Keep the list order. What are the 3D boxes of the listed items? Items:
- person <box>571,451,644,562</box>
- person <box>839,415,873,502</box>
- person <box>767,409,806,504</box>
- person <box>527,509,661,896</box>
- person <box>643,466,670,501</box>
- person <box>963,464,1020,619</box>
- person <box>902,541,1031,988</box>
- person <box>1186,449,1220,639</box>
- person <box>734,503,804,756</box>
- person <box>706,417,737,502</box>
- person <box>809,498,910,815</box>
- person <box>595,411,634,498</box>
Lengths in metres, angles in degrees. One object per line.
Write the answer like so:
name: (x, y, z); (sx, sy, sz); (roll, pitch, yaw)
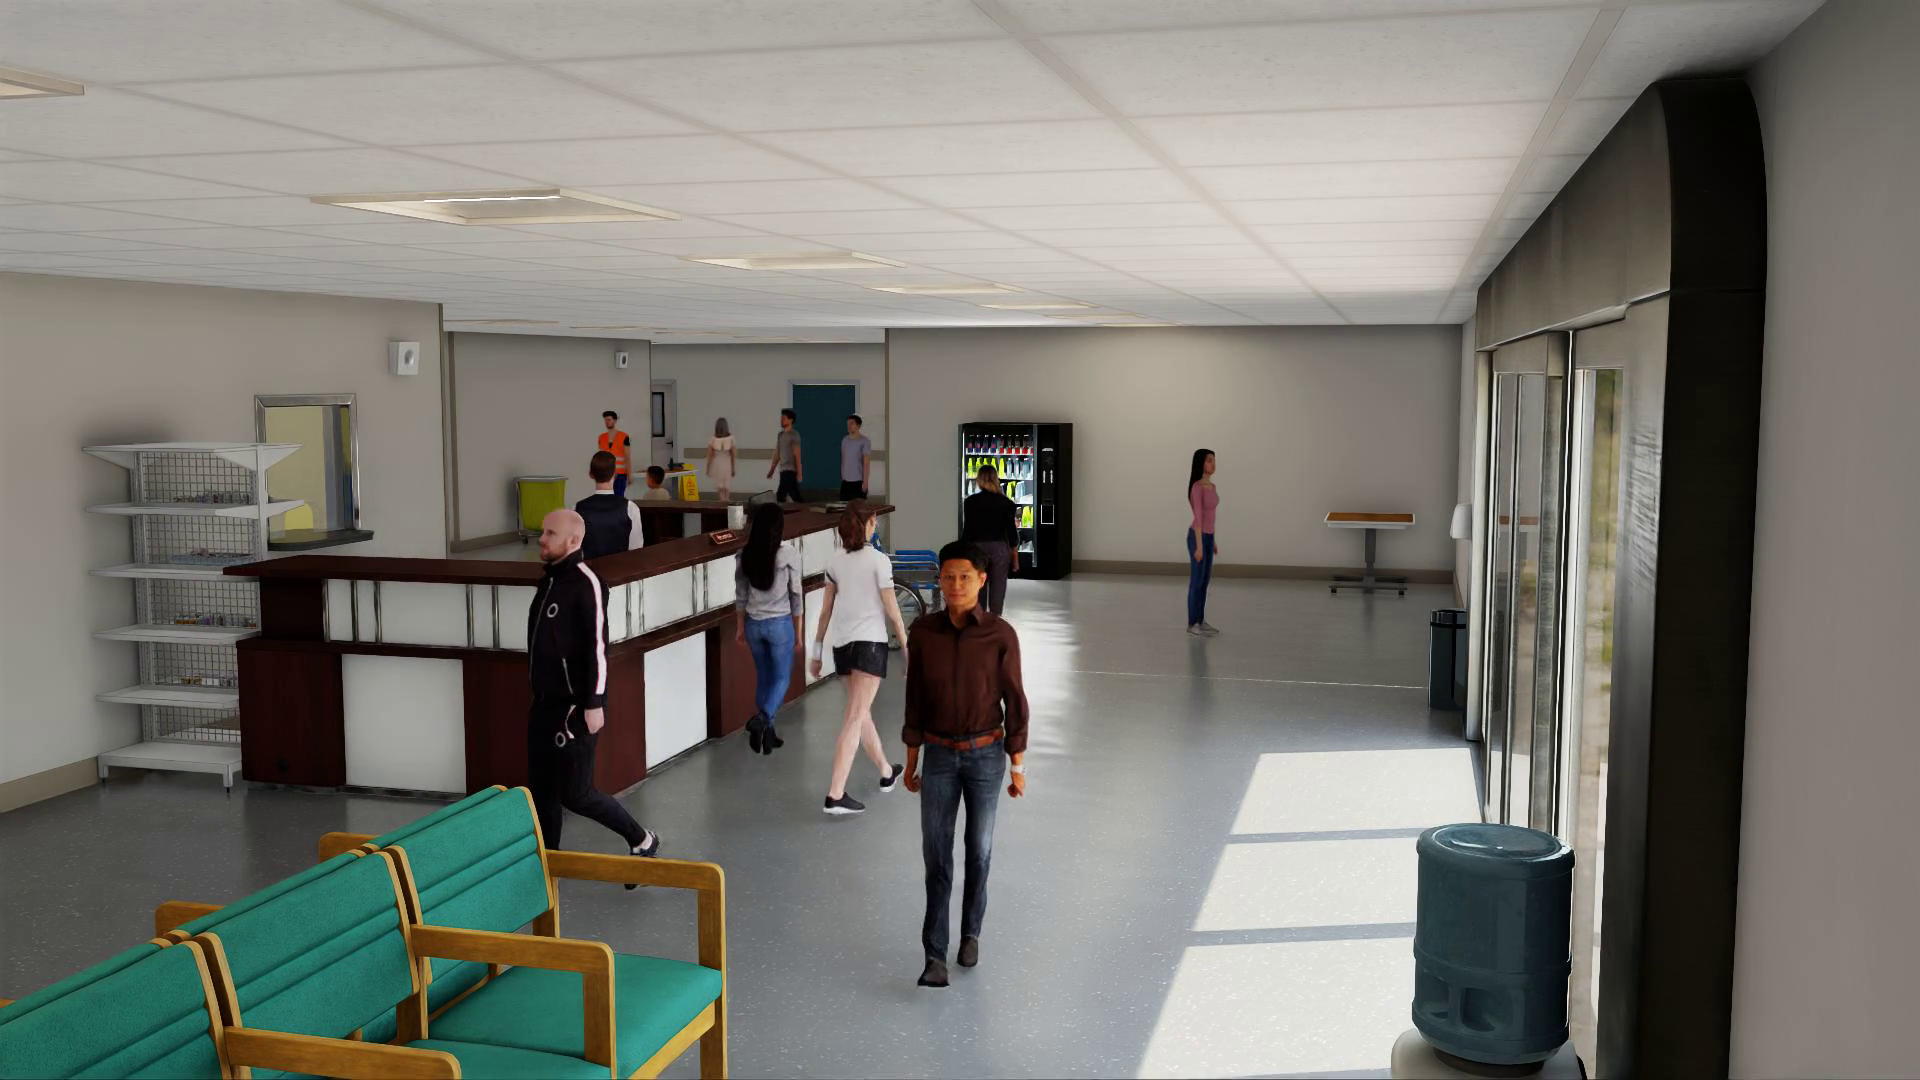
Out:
person: (-2.315, 0.375, 10.919); (0.573, 1.935, 0.754); (0, 6, 4)
person: (-1.383, -0.789, 22.916); (0.849, 1.849, 0.892); (4, 7, 32)
person: (-2.520, -1.009, 25.127); (1.217, 1.844, 1.192); (-4, 7, -33)
person: (-1.715, 0.769, 7.562); (1.066, 1.823, 1.043); (-5, 7, -38)
person: (-3.182, -0.053, 17.529); (0.586, 1.463, 0.591); (3, 7, 29)
person: (0.233, 0.208, 14.030); (0.839, 1.644, 0.754); (1, 6, 8)
person: (0.025, 0.881, 6.767); (0.916, 1.758, 0.820); (1, 6, 7)
person: (2.258, 0.011, 15.505); (0.605, 1.742, 0.626); (4, 7, 32)
person: (-1.219, 0.588, 10.407); (0.859, 1.614, 0.684); (2, 6, 16)
person: (-3.753, -1.066, 26.364); (0.984, 1.710, 0.975); (-2, 6, -20)
person: (-0.619, 0.663, 9.180); (1.079, 1.709, 0.916); (4, 7, 32)
person: (-5.053, -0.963, 24.534); (0.589, 1.872, 0.759); (1, 6, 14)
